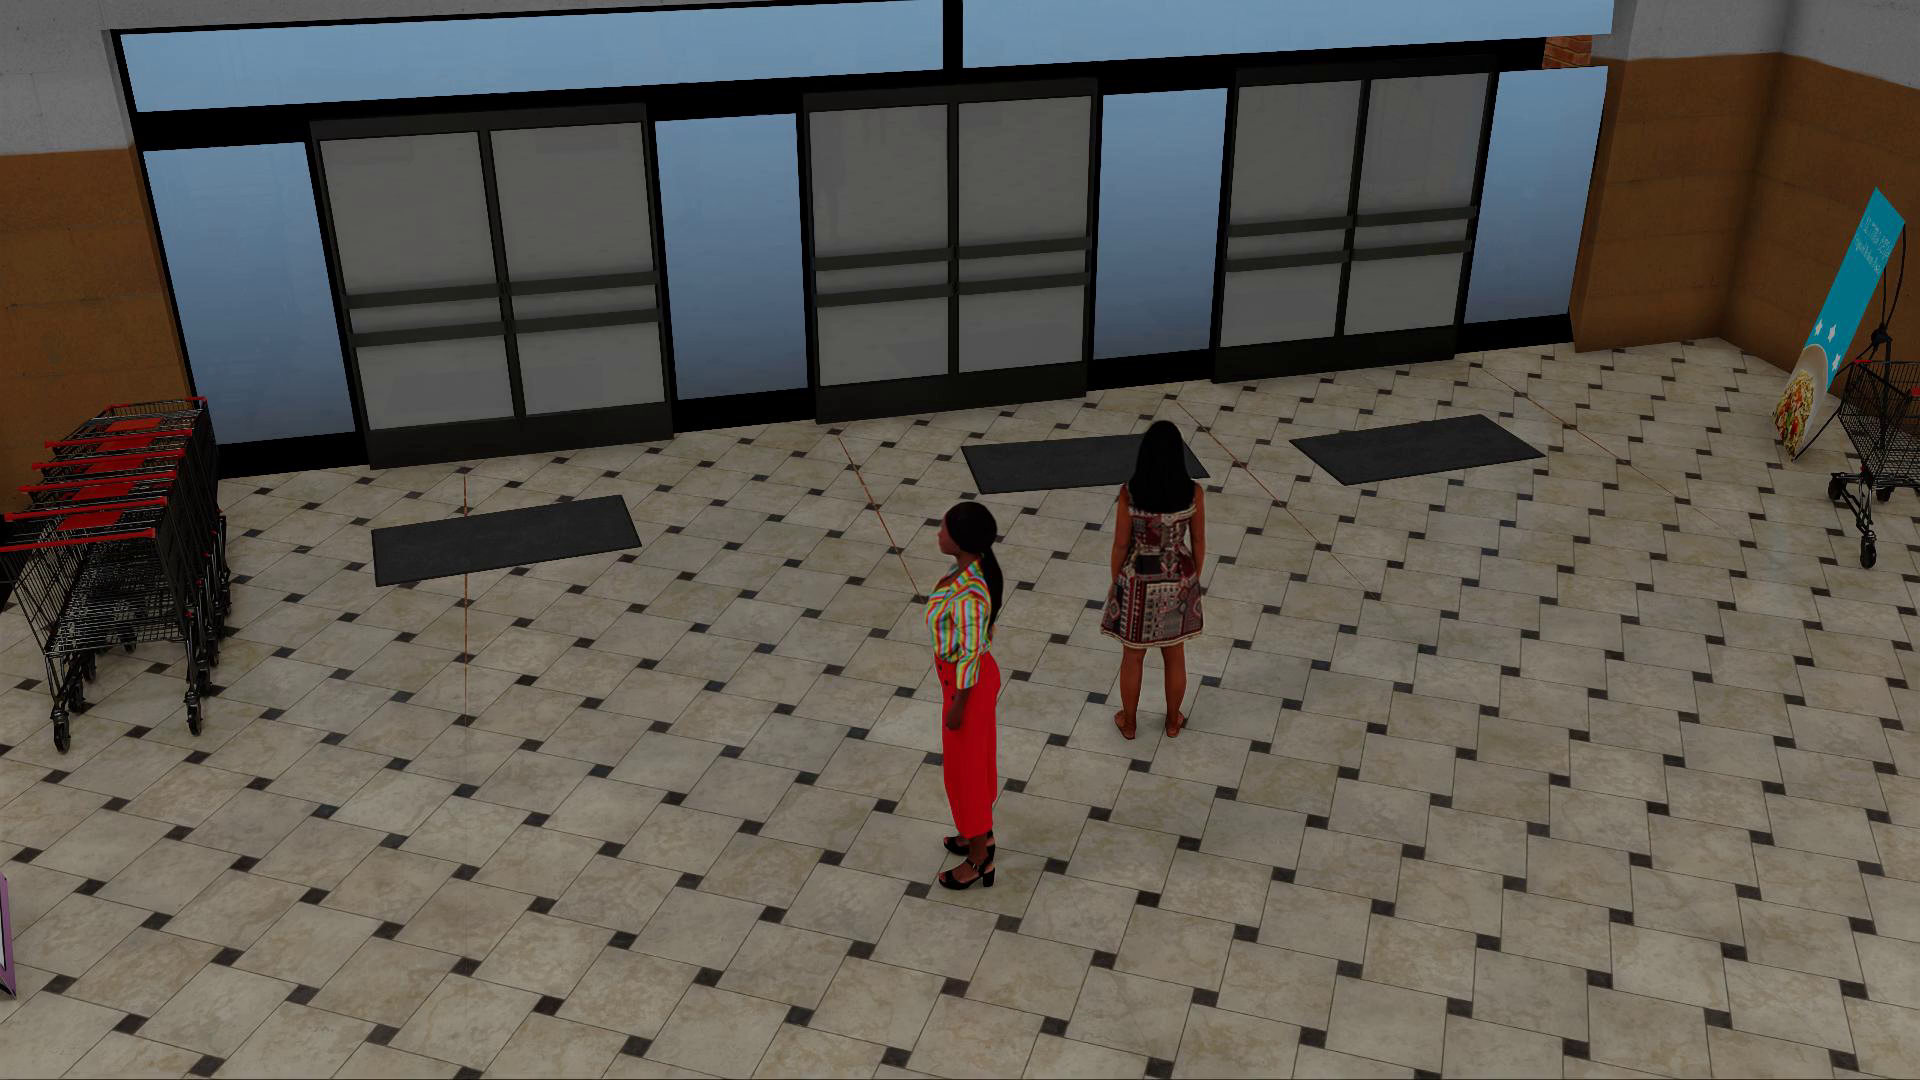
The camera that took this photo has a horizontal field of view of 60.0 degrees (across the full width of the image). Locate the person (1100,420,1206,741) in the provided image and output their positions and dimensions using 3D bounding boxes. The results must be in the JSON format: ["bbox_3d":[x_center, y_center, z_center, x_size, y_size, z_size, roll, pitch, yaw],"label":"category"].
[{"bbox_3d":[0.923,0.201,7.893,0.693,1.645,0.600,-1,27,-3],"label":"person"}]

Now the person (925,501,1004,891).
[{"bbox_3d":[0.037,0.649,6.845,0.732,1.793,0.598,4,27,7],"label":"person"}]
